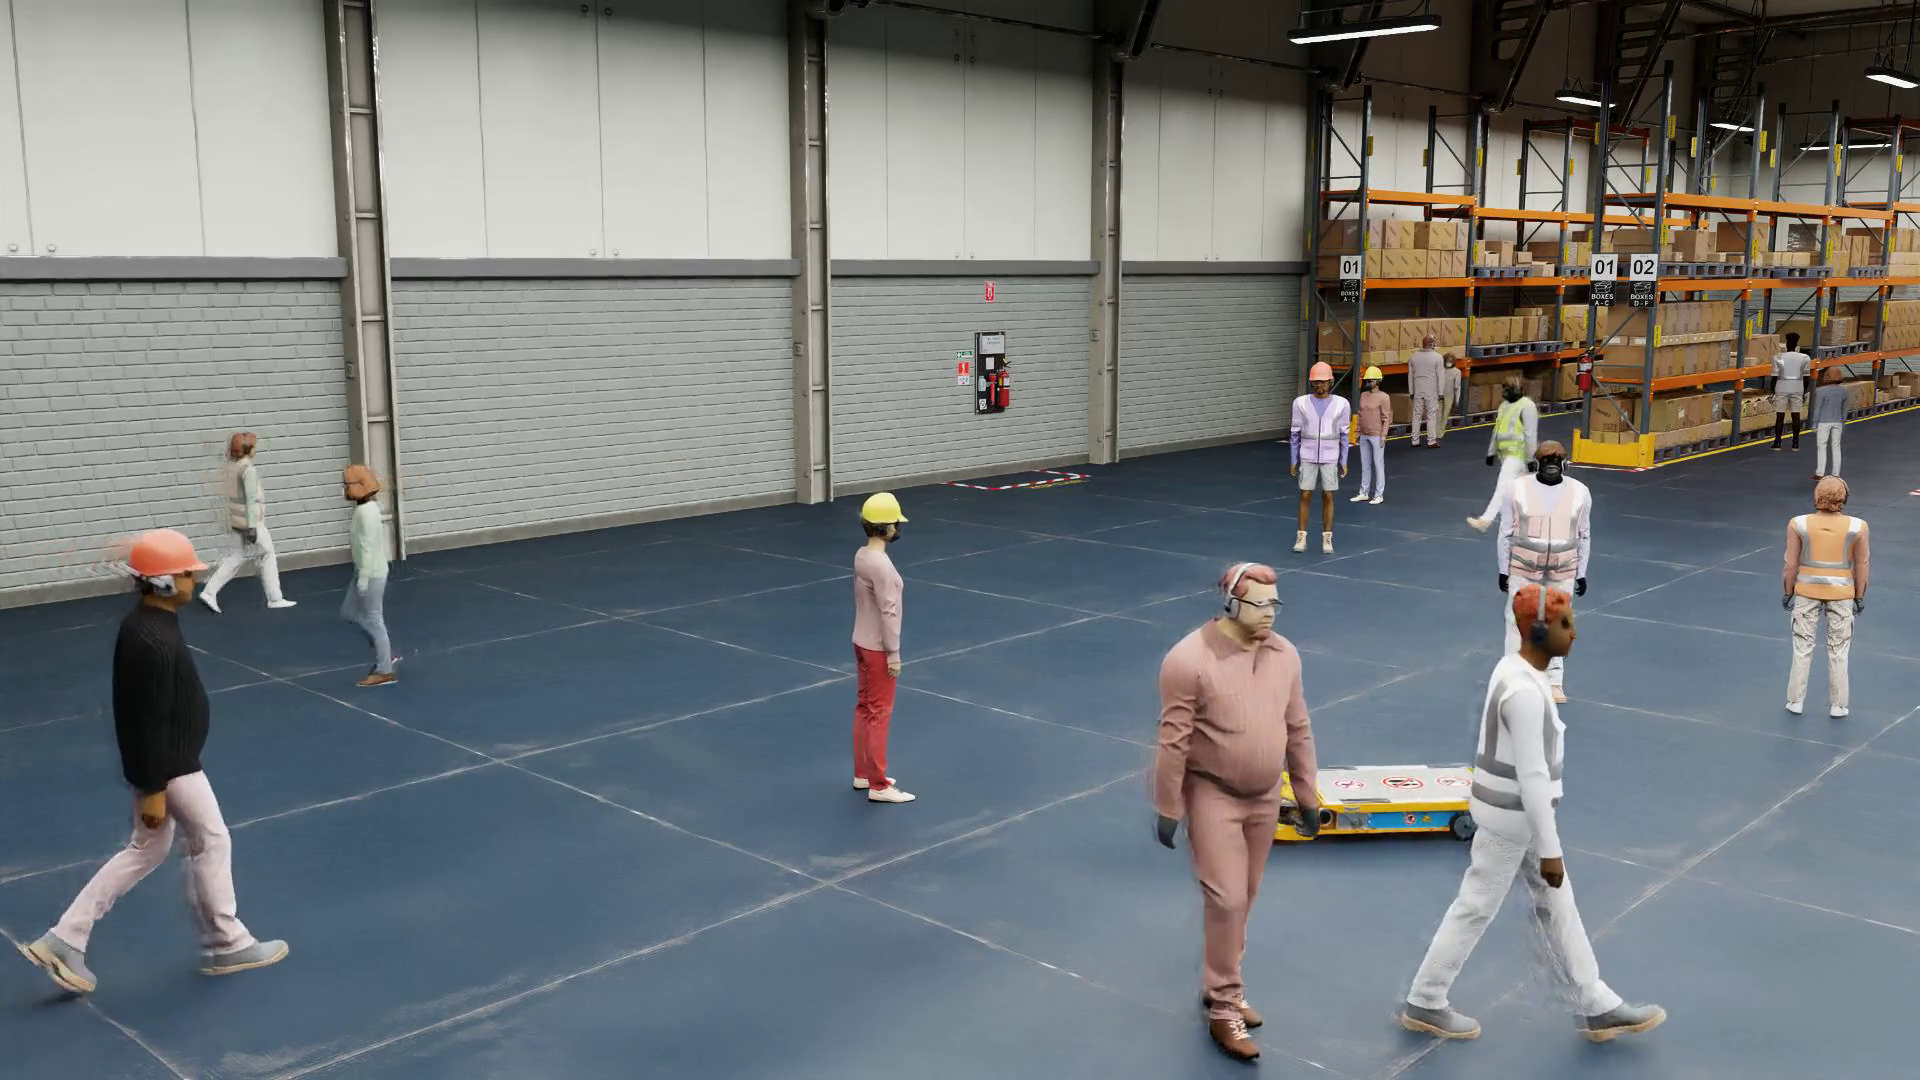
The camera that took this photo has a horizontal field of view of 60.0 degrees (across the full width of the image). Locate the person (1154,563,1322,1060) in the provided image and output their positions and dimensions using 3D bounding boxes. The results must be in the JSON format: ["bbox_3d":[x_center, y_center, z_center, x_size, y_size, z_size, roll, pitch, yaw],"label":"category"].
[{"bbox_3d":[1.158,1.036,6.473,0.680,1.889,0.658,-6,11,-31],"label":"person"}]

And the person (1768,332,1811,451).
[{"bbox_3d":[13.709,-2.451,27.513,0.603,1.967,0.366,2,10,14],"label":"person"}]

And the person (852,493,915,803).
[{"bbox_3d":[-0.448,0.608,9.482,0.311,1.768,0.533,-3,10,-20],"label":"person"}]

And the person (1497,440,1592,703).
[{"bbox_3d":[4.065,0.223,11.598,0.621,1.845,0.429,2,9,10],"label":"person"}]

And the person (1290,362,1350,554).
[{"bbox_3d":[3.807,-0.866,17.622,0.611,2.042,0.394,2,10,15],"label":"person"}]

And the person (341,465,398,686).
[{"bbox_3d":[-4.303,0.266,12.018,0.357,1.620,0.501,-5,10,-27],"label":"person"}]

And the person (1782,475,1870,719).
[{"bbox_3d":[5.819,0.387,11.210,0.514,1.642,0.310,5,11,27],"label":"person"}]

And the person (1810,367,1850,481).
[{"bbox_3d":[12.364,-1.644,23.644,0.493,1.624,0.280,-1,9,-7],"label":"person"}]

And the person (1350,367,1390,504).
[{"bbox_3d":[5.286,-1.342,21.369,0.314,1.769,0.523,-6,11,-31],"label":"person"}]

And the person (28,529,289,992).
[{"bbox_3d":[-3.399,0.927,6.950,0.924,1.965,0.612,-6,11,-34],"label":"person"}]

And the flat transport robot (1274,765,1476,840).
[{"bbox_3d":[2.335,1.420,9.076,1.431,0.197,0.652,-1,9,-4],"label":"flat transport robot"}]

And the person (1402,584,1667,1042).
[{"bbox_3d":[2.218,1.079,6.422,1.000,1.824,0.605,4,10,20],"label":"person"}]

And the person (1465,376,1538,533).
[{"bbox_3d":[6.233,-0.969,19.006,0.959,1.789,0.657,-1,9,-8],"label":"person"}]

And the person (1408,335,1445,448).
[{"bbox_3d":[7.854,-2.492,27.949,0.651,1.907,0.409,9,13,43],"label":"person"}]

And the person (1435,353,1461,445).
[{"bbox_3d":[8.252,-2.406,28.384,0.551,1.577,0.854,1,9,7],"label":"person"}]

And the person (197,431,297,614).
[{"bbox_3d":[-6.308,-0.153,14.583,0.775,1.609,0.521,-9,13,-43],"label":"person"}]
